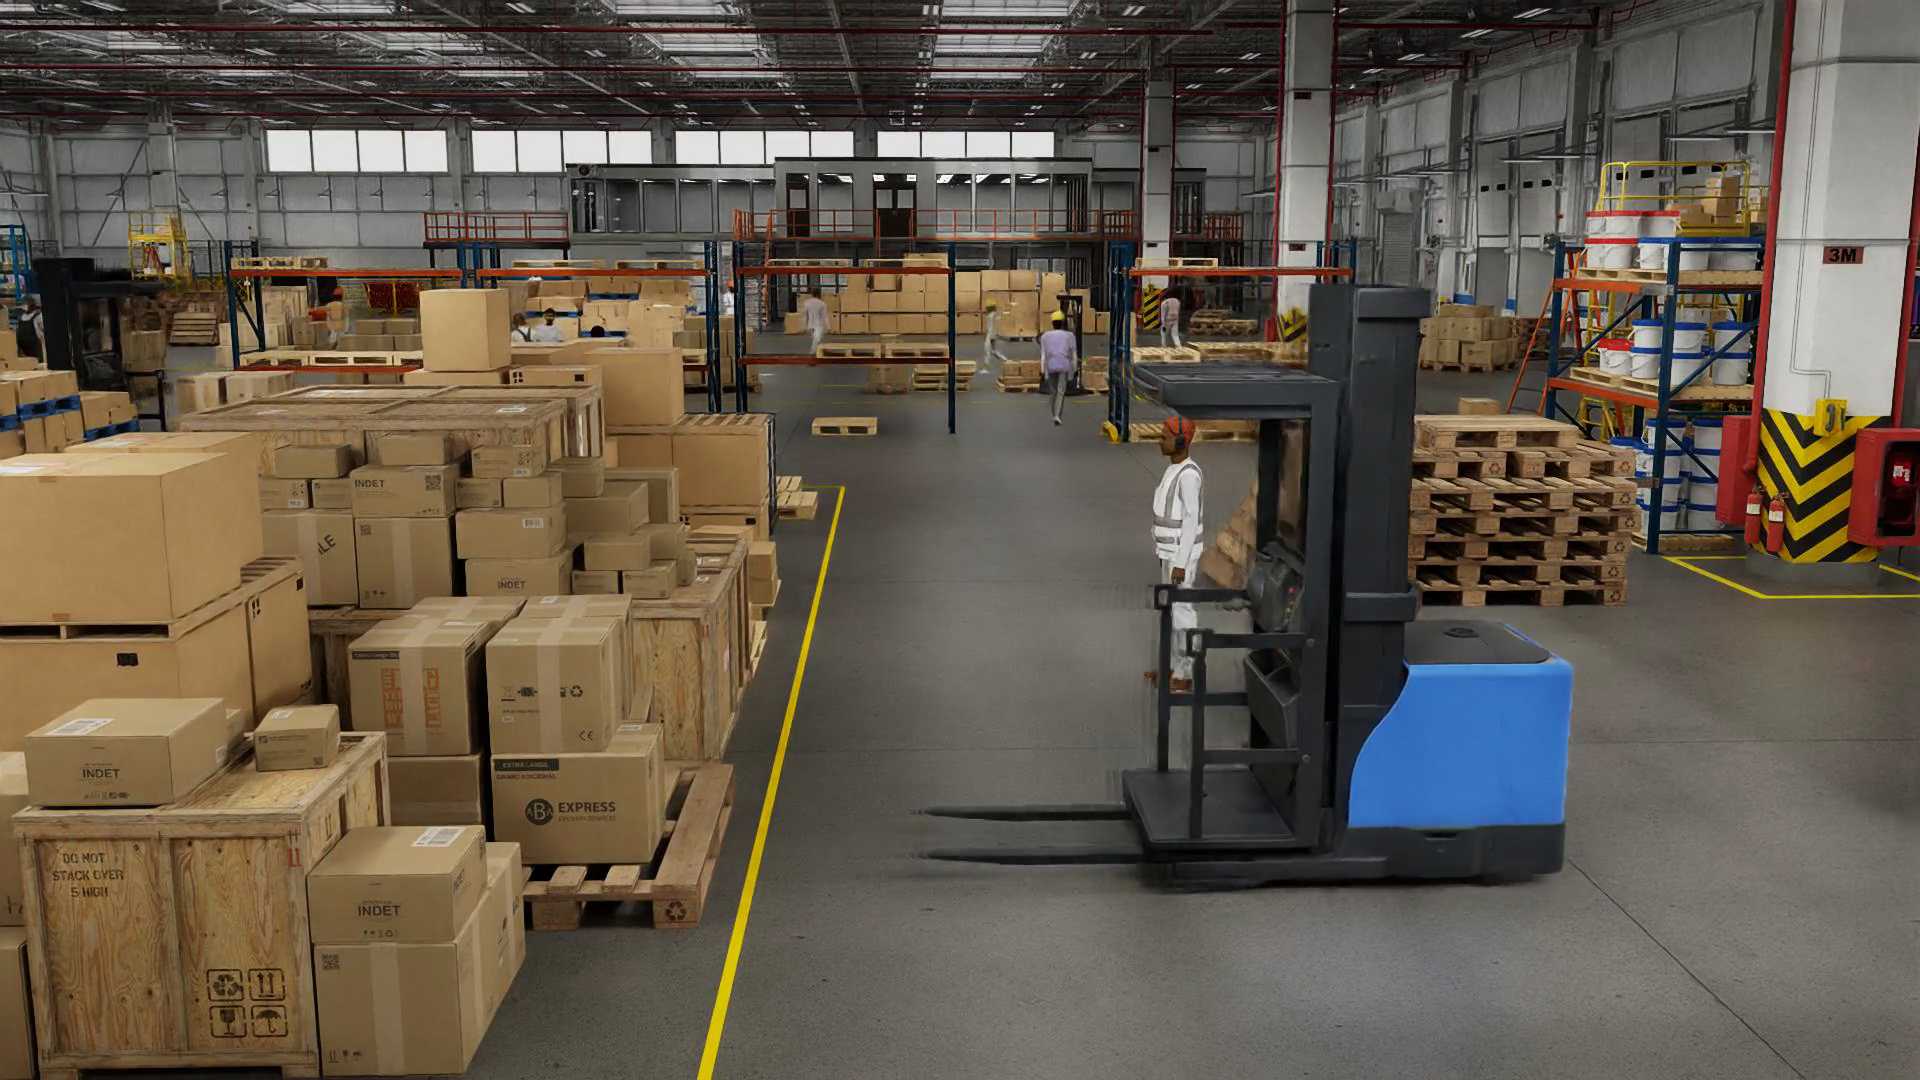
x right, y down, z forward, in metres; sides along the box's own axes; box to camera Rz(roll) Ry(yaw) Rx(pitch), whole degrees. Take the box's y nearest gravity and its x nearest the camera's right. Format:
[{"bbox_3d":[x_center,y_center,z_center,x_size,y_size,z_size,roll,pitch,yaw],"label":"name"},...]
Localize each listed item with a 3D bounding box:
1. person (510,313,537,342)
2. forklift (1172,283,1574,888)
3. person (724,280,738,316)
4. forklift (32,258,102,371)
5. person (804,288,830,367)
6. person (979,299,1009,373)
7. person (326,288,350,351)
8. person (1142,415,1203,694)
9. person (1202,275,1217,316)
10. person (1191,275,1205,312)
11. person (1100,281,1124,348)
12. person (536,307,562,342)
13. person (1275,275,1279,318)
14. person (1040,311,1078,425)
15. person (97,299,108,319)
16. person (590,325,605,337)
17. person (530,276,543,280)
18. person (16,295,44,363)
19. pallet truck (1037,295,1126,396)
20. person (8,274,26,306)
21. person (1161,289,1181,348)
[{"bbox_3d":[-7.666,-3.070,29.120,0.985,1.786,0.530,9,14,42],"label":"person"},{"bbox_3d":[1.924,0.162,8.077,1.873,2.768,1.129,0,10,-2],"label":"forklift"},{"bbox_3d":[-6.636,-6.617,48.516,0.551,1.922,0.515,-6,12,-30],"label":"person"},{"bbox_3d":[-11.244,-2.174,21.092,1.873,2.768,1.129,0,10,-2],"label":"forklift"},{"bbox_3d":[-3.450,-5.189,40.616,0.649,1.893,0.992,7,12,32],"label":"person"},{"bbox_3d":[0.782,-4.718,38.482,0.621,1.721,0.493,1,10,6],"label":"person"},{"bbox_3d":[-15.085,-5.148,40.336,0.563,1.919,0.558,0,10,-1],"label":"person"},{"bbox_3d":[1.454,0.098,11.216,0.355,1.882,0.576,-1,10,-4],"label":"person"},{"bbox_3d":[9.375,-9.101,62.723,0.629,1.801,0.927,-9,13,-40],"label":"person"},{"bbox_3d":[10.219,-10.748,71.368,0.624,1.982,0.413,4,11,20],"label":"person"},{"bbox_3d":[4.394,-6.436,47.526,0.606,1.909,0.877,-9,14,-41],"label":"person"},{"bbox_3d":[-7.494,-3.304,30.263,0.549,1.844,0.466,0,10,-2],"label":"person"},{"bbox_3d":[11.881,-8.909,61.434,0.598,1.868,1.017,-1,10,-3],"label":"person"},{"bbox_3d":[1.640,-2.870,27.754,0.597,1.884,0.933,3,11,16],"label":"person"},{"bbox_3d":[-21.448,-5.356,41.328,0.608,1.987,0.407,-5,11,-27],"label":"person"},{"bbox_3d":[-4.884,-1.938,22.500,0.591,1.909,0.409,0,10,2],"label":"person"},{"bbox_3d":[-17.668,-10.353,69.478,0.581,1.868,0.430,-7,12,-33],"label":"person"},{"bbox_3d":[-18.287,-3.828,32.644,0.702,2.000,0.984,4,11,19],"label":"person"},{"bbox_3d":[2.483,-3.881,33.060,1.885,1.965,0.823,-7,13,-36],"label":"pallet truck"},{"bbox_3d":[-39.174,-10.365,69.100,0.622,2.023,0.814,-3,11,-18],"label":"person"},{"bbox_3d":[5.529,-5.665,43.534,0.621,1.818,0.862,-4,11,-23],"label":"person"}]
